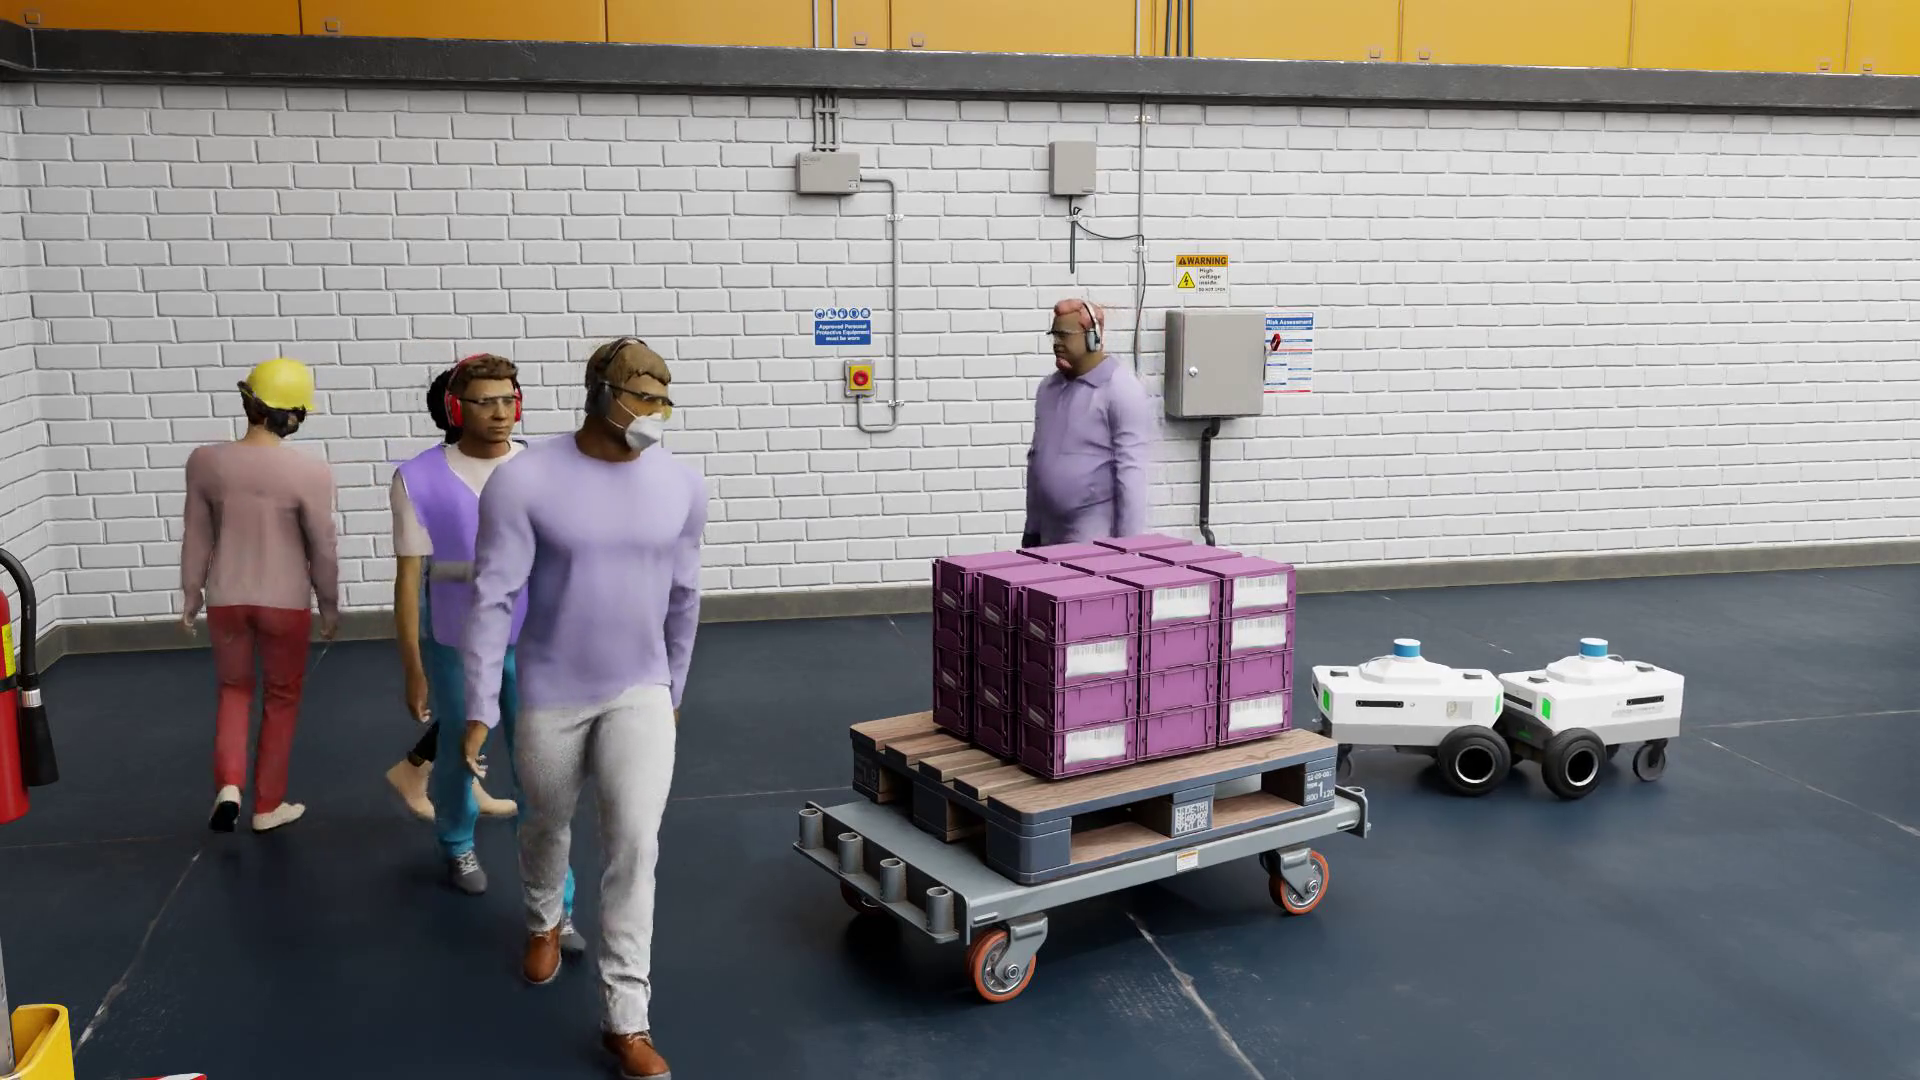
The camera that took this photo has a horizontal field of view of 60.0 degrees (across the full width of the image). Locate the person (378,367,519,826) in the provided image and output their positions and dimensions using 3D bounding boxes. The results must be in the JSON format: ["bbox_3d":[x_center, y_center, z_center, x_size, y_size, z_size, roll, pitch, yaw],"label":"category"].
[{"bbox_3d":[-1.824,0.224,5.942,0.420,1.684,0.558,-4,11,-21],"label":"person"}]

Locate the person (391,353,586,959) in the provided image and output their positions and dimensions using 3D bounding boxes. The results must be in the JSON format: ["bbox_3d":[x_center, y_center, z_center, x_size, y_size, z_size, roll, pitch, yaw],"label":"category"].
[{"bbox_3d":[-1.452,0.319,5.145,0.579,1.796,1.000,-6,12,-32],"label":"person"}]

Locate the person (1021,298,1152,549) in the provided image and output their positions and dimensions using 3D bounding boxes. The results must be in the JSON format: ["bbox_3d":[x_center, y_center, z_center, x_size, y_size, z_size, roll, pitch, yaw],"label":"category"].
[{"bbox_3d":[0.504,-0.061,6.982,0.439,1.892,0.653,-6,12,-31],"label":"person"}]

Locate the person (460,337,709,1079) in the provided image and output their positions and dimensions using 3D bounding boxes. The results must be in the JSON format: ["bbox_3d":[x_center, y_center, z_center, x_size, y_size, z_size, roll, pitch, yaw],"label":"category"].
[{"bbox_3d":[-1.003,0.396,4.473,0.701,1.887,1.018,-5,11,-24],"label":"person"}]

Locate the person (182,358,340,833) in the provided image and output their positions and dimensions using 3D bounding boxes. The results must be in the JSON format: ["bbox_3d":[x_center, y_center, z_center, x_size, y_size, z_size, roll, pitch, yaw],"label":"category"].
[{"bbox_3d":[-2.466,0.225,5.859,0.565,1.726,0.478,0,10,0],"label":"person"}]

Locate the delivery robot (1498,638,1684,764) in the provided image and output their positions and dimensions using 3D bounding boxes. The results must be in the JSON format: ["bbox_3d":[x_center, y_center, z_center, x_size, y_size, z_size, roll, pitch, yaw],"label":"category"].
[{"bbox_3d":[2.496,0.632,6.585,0.707,0.478,0.477,-4,11,-19],"label":"delivery robot"}]

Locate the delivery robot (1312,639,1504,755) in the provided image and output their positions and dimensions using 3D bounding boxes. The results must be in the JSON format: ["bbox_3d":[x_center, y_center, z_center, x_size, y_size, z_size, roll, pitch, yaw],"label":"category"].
[{"bbox_3d":[1.755,0.634,6.574,0.707,0.478,0.477,1,10,5],"label":"delivery robot"}]
